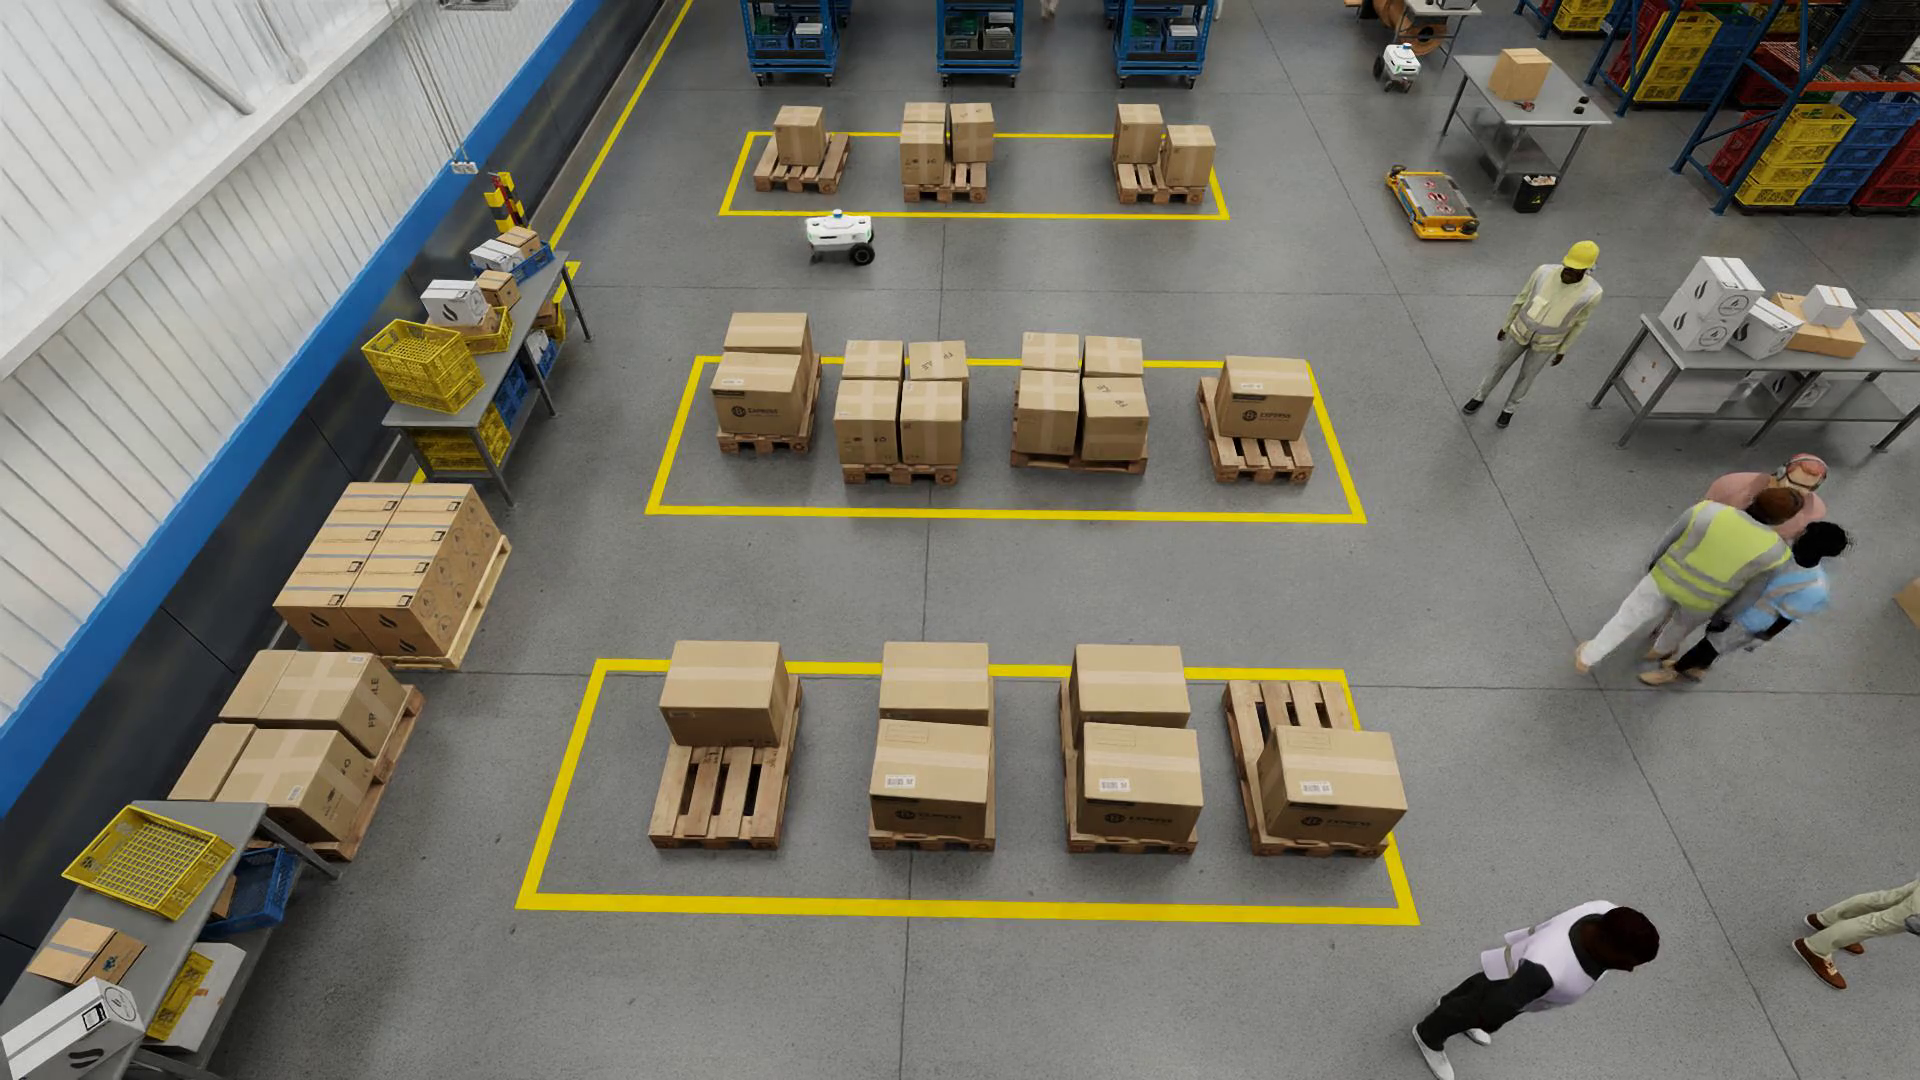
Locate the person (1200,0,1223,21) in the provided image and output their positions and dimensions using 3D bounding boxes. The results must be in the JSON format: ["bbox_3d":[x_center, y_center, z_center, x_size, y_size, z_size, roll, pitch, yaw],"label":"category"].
[{"bbox_3d":[4.107,-9.175,14.562,0.517,1.632,0.314,5,49,4],"label":"person"}]

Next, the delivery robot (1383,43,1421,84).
[{"bbox_3d":[6.386,-6.916,13.255,0.477,0.478,0.707,2,49,1],"label":"delivery robot"}]

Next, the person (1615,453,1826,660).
[{"bbox_3d":[5.225,0.133,6.324,0.638,1.911,0.407,21,52,18],"label":"person"}]

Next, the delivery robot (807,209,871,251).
[{"bbox_3d":[-1.349,-3.458,10.262,0.707,0.478,0.477,-4,49,-3],"label":"delivery robot"}]

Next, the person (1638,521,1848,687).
[{"bbox_3d":[5.268,0.476,6.176,0.418,1.690,0.566,9,50,7],"label":"person"}]

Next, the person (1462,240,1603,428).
[{"bbox_3d":[5.050,-1.792,8.040,0.588,1.834,0.403,34,57,26],"label":"person"}]

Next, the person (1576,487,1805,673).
[{"bbox_3d":[5.010,0.303,6.266,0.833,1.786,0.647,-34,57,-26],"label":"person"}]

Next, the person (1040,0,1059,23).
[{"bbox_3d":[1.431,-9.175,14.338,0.649,1.966,0.449,24,53,19],"label":"person"}]

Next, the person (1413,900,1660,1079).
[{"bbox_3d":[2.786,2.189,4.542,0.587,1.915,0.393,-25,54,-20],"label":"person"}]

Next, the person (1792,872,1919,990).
[{"bbox_3d":[5.238,1.868,4.852,0.532,1.865,0.311,-31,56,-24],"label":"person"}]

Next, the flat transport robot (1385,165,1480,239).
[{"bbox_3d":[5.692,-4.094,11.059,0.652,0.197,1.431,1,49,1],"label":"flat transport robot"}]
